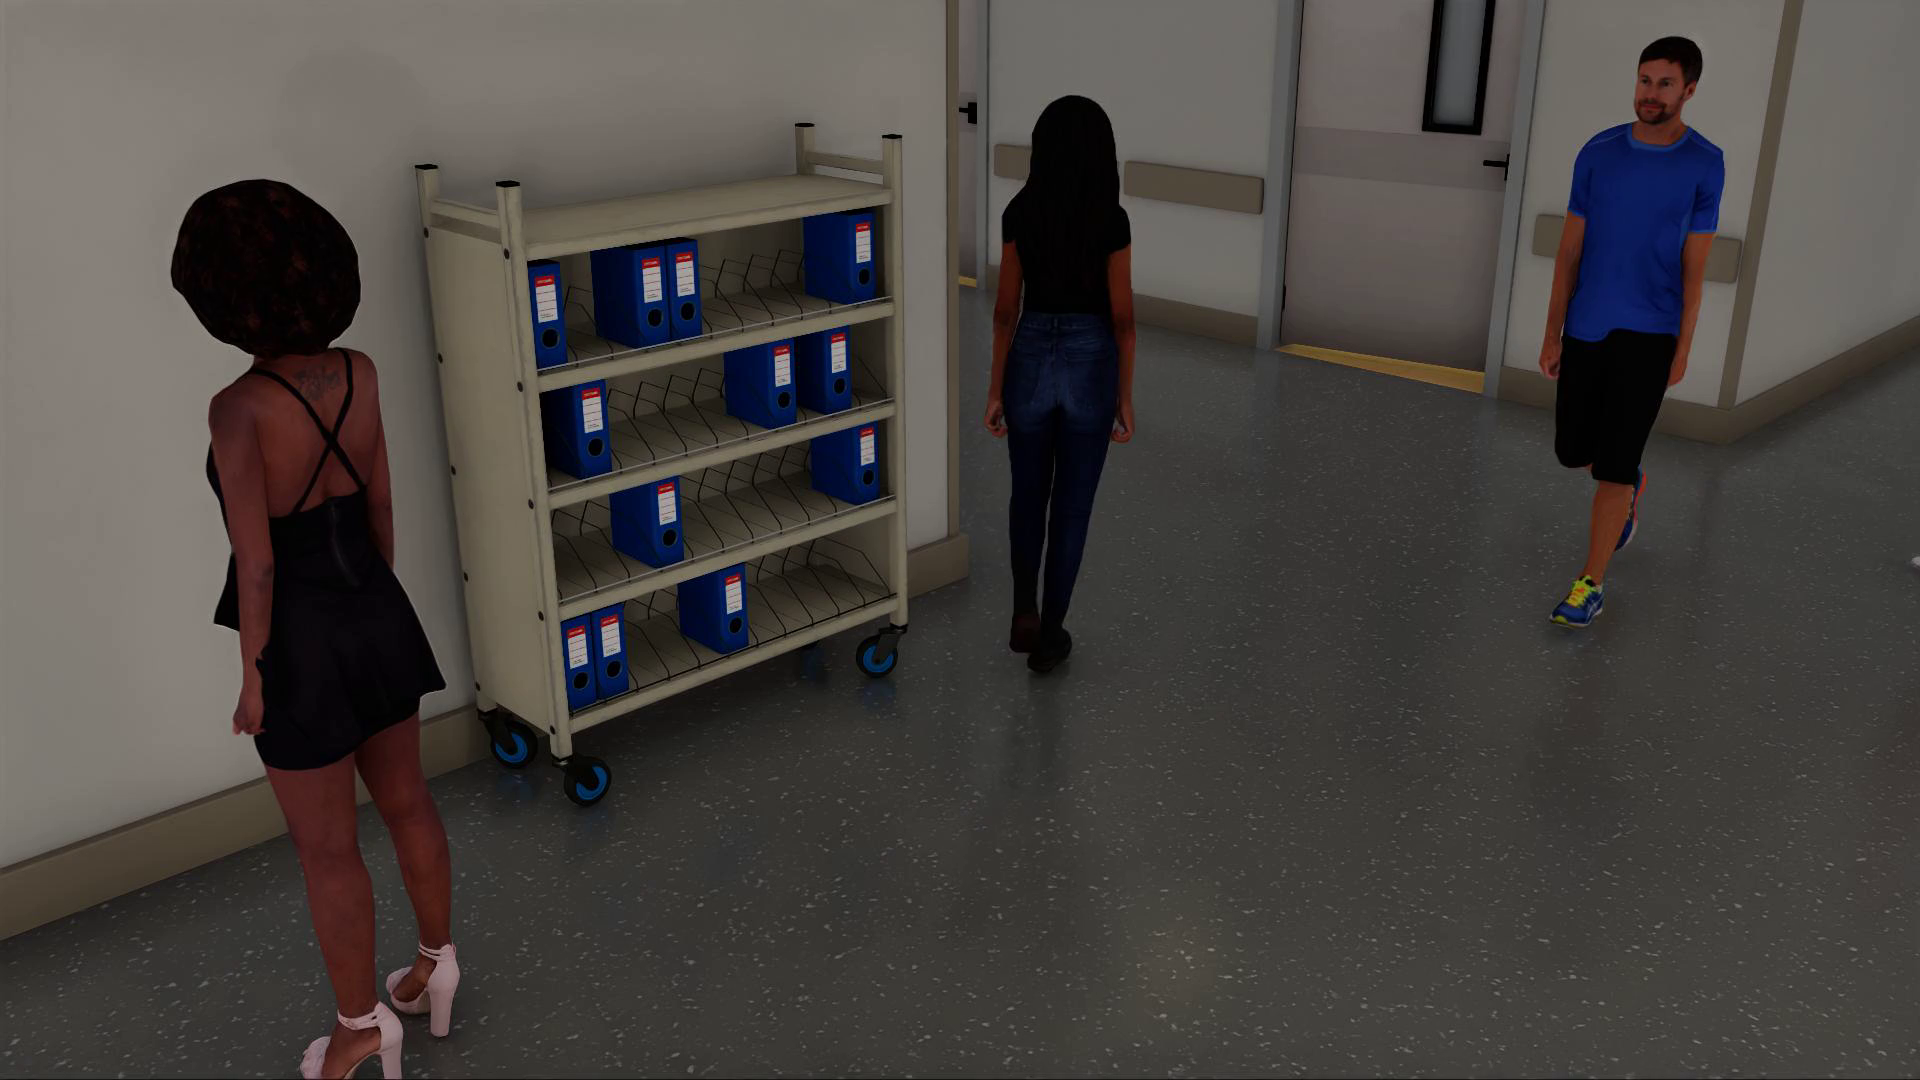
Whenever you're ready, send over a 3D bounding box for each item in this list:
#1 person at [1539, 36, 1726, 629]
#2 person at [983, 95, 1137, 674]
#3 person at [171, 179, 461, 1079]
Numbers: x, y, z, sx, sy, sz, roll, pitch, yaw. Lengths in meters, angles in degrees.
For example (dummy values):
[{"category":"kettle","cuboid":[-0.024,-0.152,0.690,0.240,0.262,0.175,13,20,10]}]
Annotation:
[{"category":"person","cuboid":[2.184,-0.673,5.427,0.686,1.842,1.144,16,26,36]},{"category":"person","cuboid":[0.280,-0.388,4.845,0.764,1.721,0.833,5,21,13]},{"category":"person","cuboid":[-1.182,0.223,3.136,0.701,1.789,0.590,8,22,21]}]
